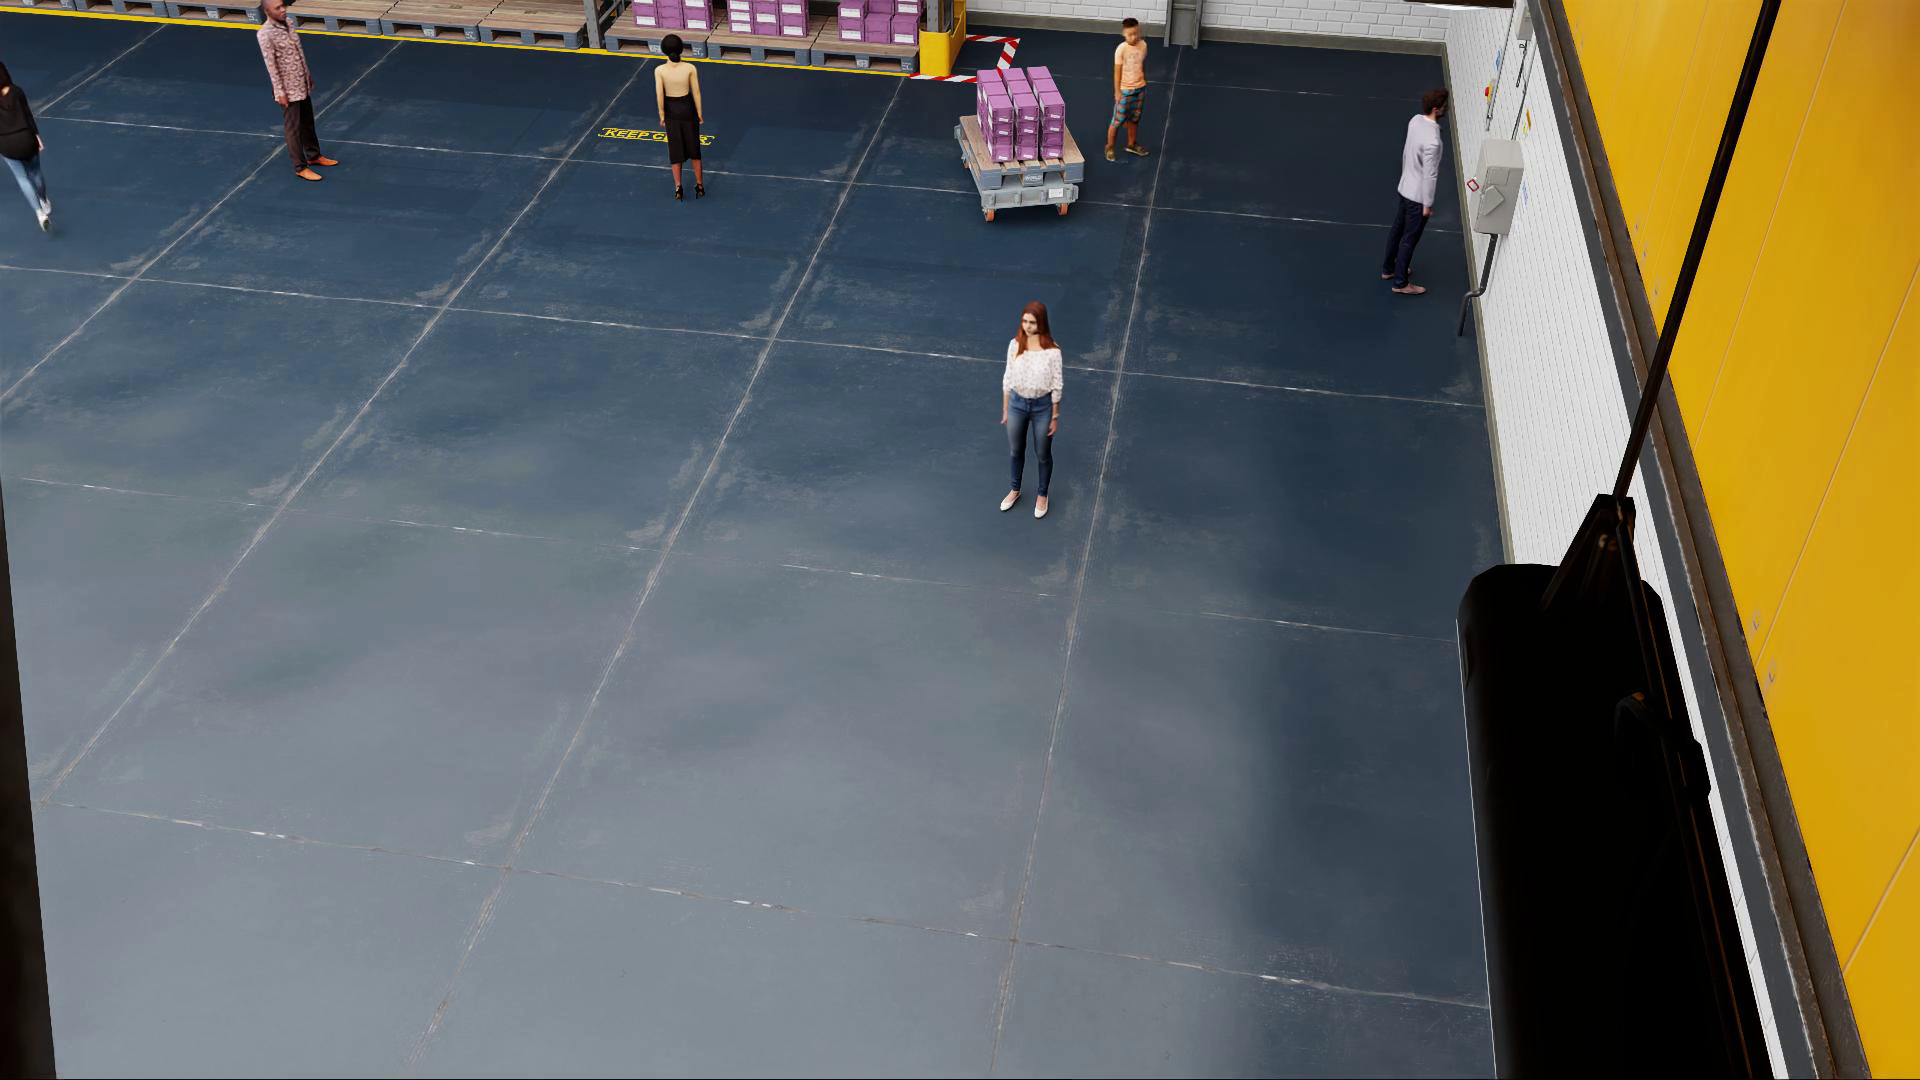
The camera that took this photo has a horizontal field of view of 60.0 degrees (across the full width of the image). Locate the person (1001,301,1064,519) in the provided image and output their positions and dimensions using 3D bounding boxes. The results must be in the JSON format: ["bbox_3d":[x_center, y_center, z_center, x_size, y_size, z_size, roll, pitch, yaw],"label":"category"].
[{"bbox_3d":[0.515,-0.949,11.964,0.490,1.729,0.673,12,40,15],"label":"person"}]

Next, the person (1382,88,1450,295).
[{"bbox_3d":[3.984,-3.062,14.512,0.672,1.850,0.737,-5,39,-6],"label":"person"}]

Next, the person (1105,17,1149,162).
[{"bbox_3d":[1.716,-4.537,16.675,0.657,1.455,0.728,-25,45,-28],"label":"person"}]

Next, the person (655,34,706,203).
[{"bbox_3d":[-2.666,-4.032,15.884,0.583,1.653,0.697,-7,39,-9],"label":"person"}]

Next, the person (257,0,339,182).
[{"bbox_3d":[-6.556,-4.460,16.296,0.576,1.808,0.687,8,39,10],"label":"person"}]

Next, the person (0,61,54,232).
[{"bbox_3d":[-8.754,-3.663,15.448,1.014,1.621,1.056,-22,44,-25],"label":"person"}]
